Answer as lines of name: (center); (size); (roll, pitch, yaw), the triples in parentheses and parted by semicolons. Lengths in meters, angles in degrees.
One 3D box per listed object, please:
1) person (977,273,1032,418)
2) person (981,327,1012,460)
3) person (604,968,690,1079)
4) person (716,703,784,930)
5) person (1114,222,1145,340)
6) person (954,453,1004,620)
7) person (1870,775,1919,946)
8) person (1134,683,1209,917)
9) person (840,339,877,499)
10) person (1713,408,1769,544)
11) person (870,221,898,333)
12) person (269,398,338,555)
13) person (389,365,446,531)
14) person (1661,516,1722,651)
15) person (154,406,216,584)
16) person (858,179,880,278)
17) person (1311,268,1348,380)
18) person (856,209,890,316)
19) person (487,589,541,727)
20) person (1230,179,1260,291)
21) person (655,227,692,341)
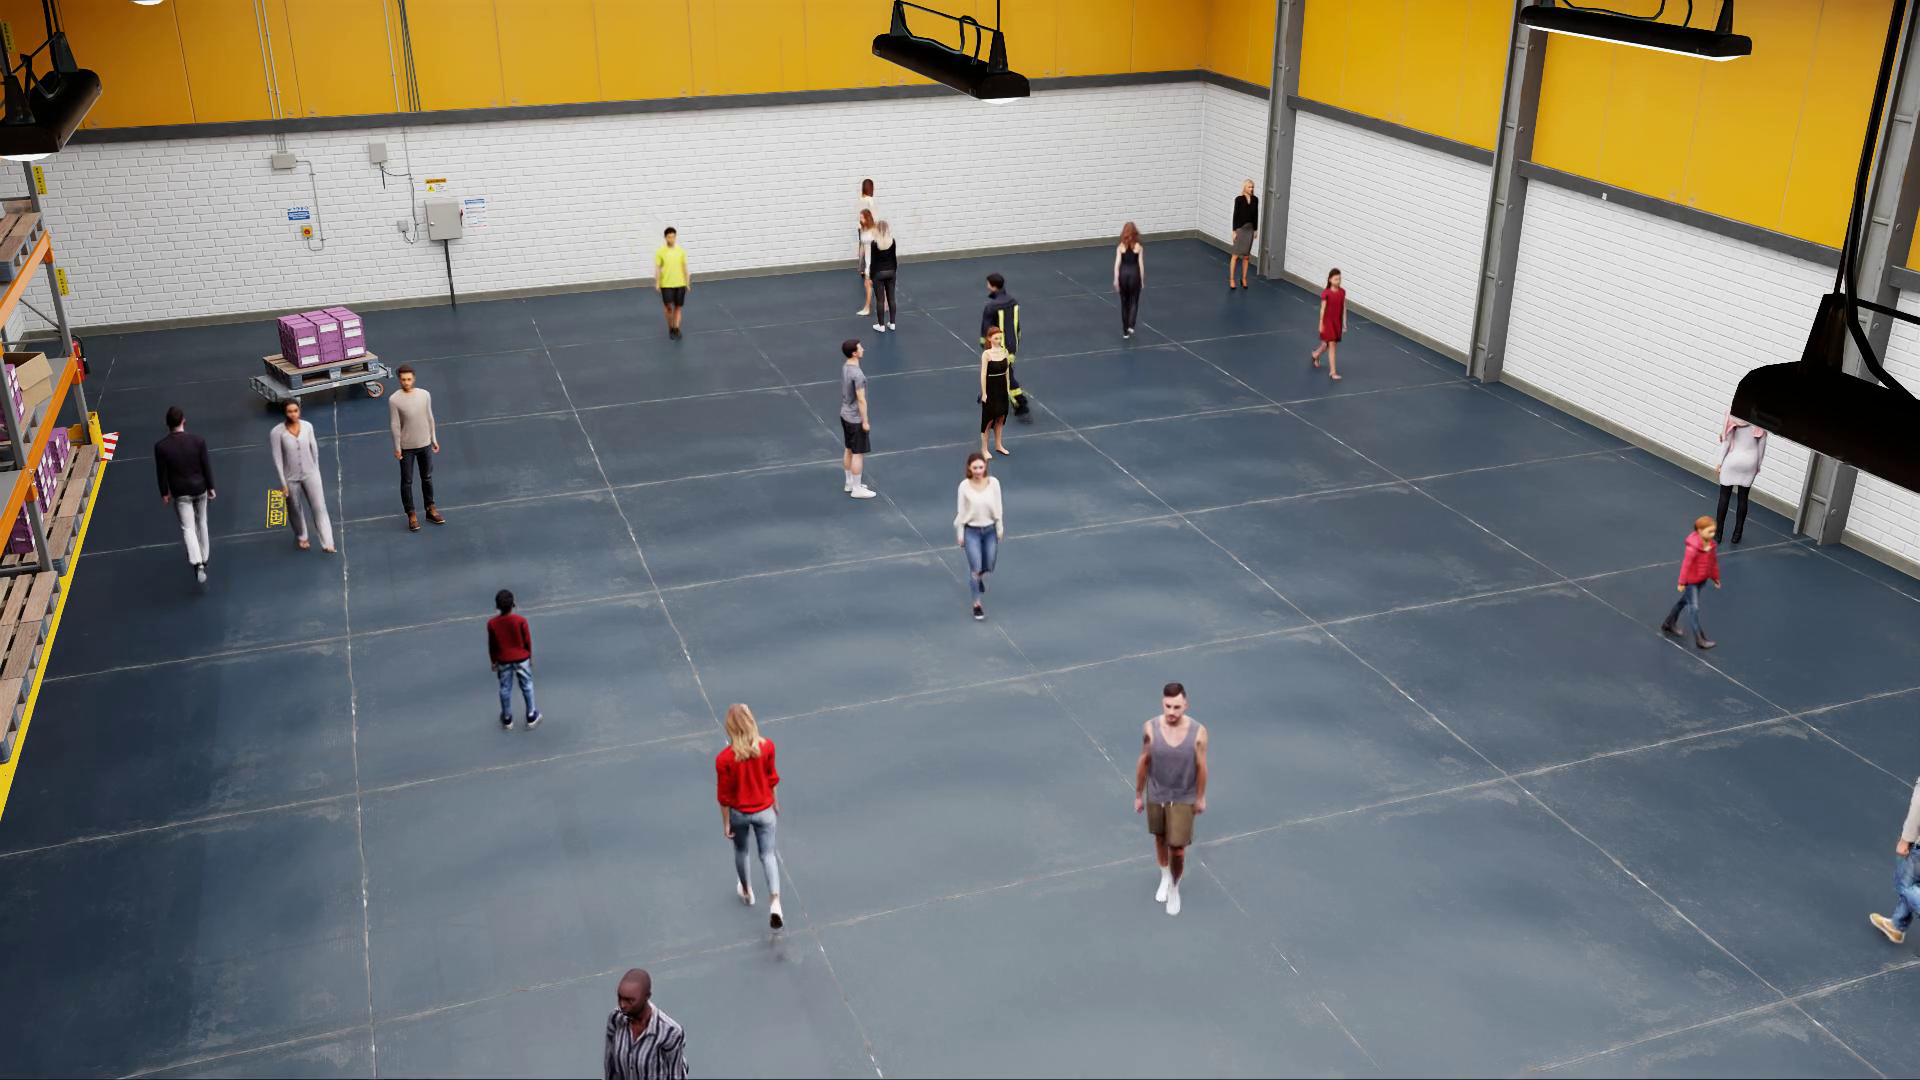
person: (0.602, -2.485, 21.567); (1.367, 1.882, 1.162); (20, 31, 38)
person: (0.425, -1.826, 20.381); (0.611, 1.626, 0.633); (-14, 27, -29)
person: (-1.692, 3.050, 9.016); (0.703, 1.793, 0.750); (10, 25, 21)
person: (-1.433, 1.956, 11.655); (0.613, 1.685, 0.982); (-9, 25, -20)
person: (2.532, -3.875, 24.932); (0.765, 1.734, 0.833); (2, 24, 5)
person: (0.173, -0.078, 16.313); (0.685, 1.680, 0.846); (-5, 24, -12)
person: (6.619, 2.034, 11.228); (0.666, 1.884, 0.949); (-9, 25, -19)
person: (1.538, 1.787, 12.010); (0.797, 1.834, 0.858); (8, 25, 17)
person: (-1.227, -1.417, 19.137); (0.710, 1.871, 0.488); (-9, 25, -19)
person: (8.389, -0.829, 17.882); (0.738, 1.800, 0.765); (5, 24, 11)
person: (-1.157, -4.019, 25.321); (0.628, 1.686, 0.562); (-11, 26, -24)
person: (-7.066, -0.687, 17.688); (0.818, 1.695, 1.146); (-15, 28, -31)
person: (-6.006, -1.051, 18.312); (0.721, 1.863, 0.692); (-18, 30, -36)
person: (6.922, 0.363, 15.796); (0.636, 1.286, 0.911); (-14, 27, -30)
person: (-7.877, -0.450, 16.995); (0.770, 1.816, 1.156); (-12, 26, -26)
person: (-1.577, -5.287, 28.234); (0.726, 1.678, 0.563); (-15, 28, -31)
person: (5.183, -3.065, 23.341); (0.586, 1.524, 1.048); (-10, 26, -22)
person: (-1.295, -4.383, 26.174); (0.758, 1.669, 0.855); (-16, 28, -33)
person: (-3.865, 1.015, 14.350); (0.540, 1.251, 0.532); (-4, 24, -8)
person: (4.686, -5.051, 27.493); (0.607, 1.839, 0.547); (-7, 25, -15)
person: (-4.339, -3.880, 24.988); (0.657, 1.700, 0.637); (-10, 25, -21)
